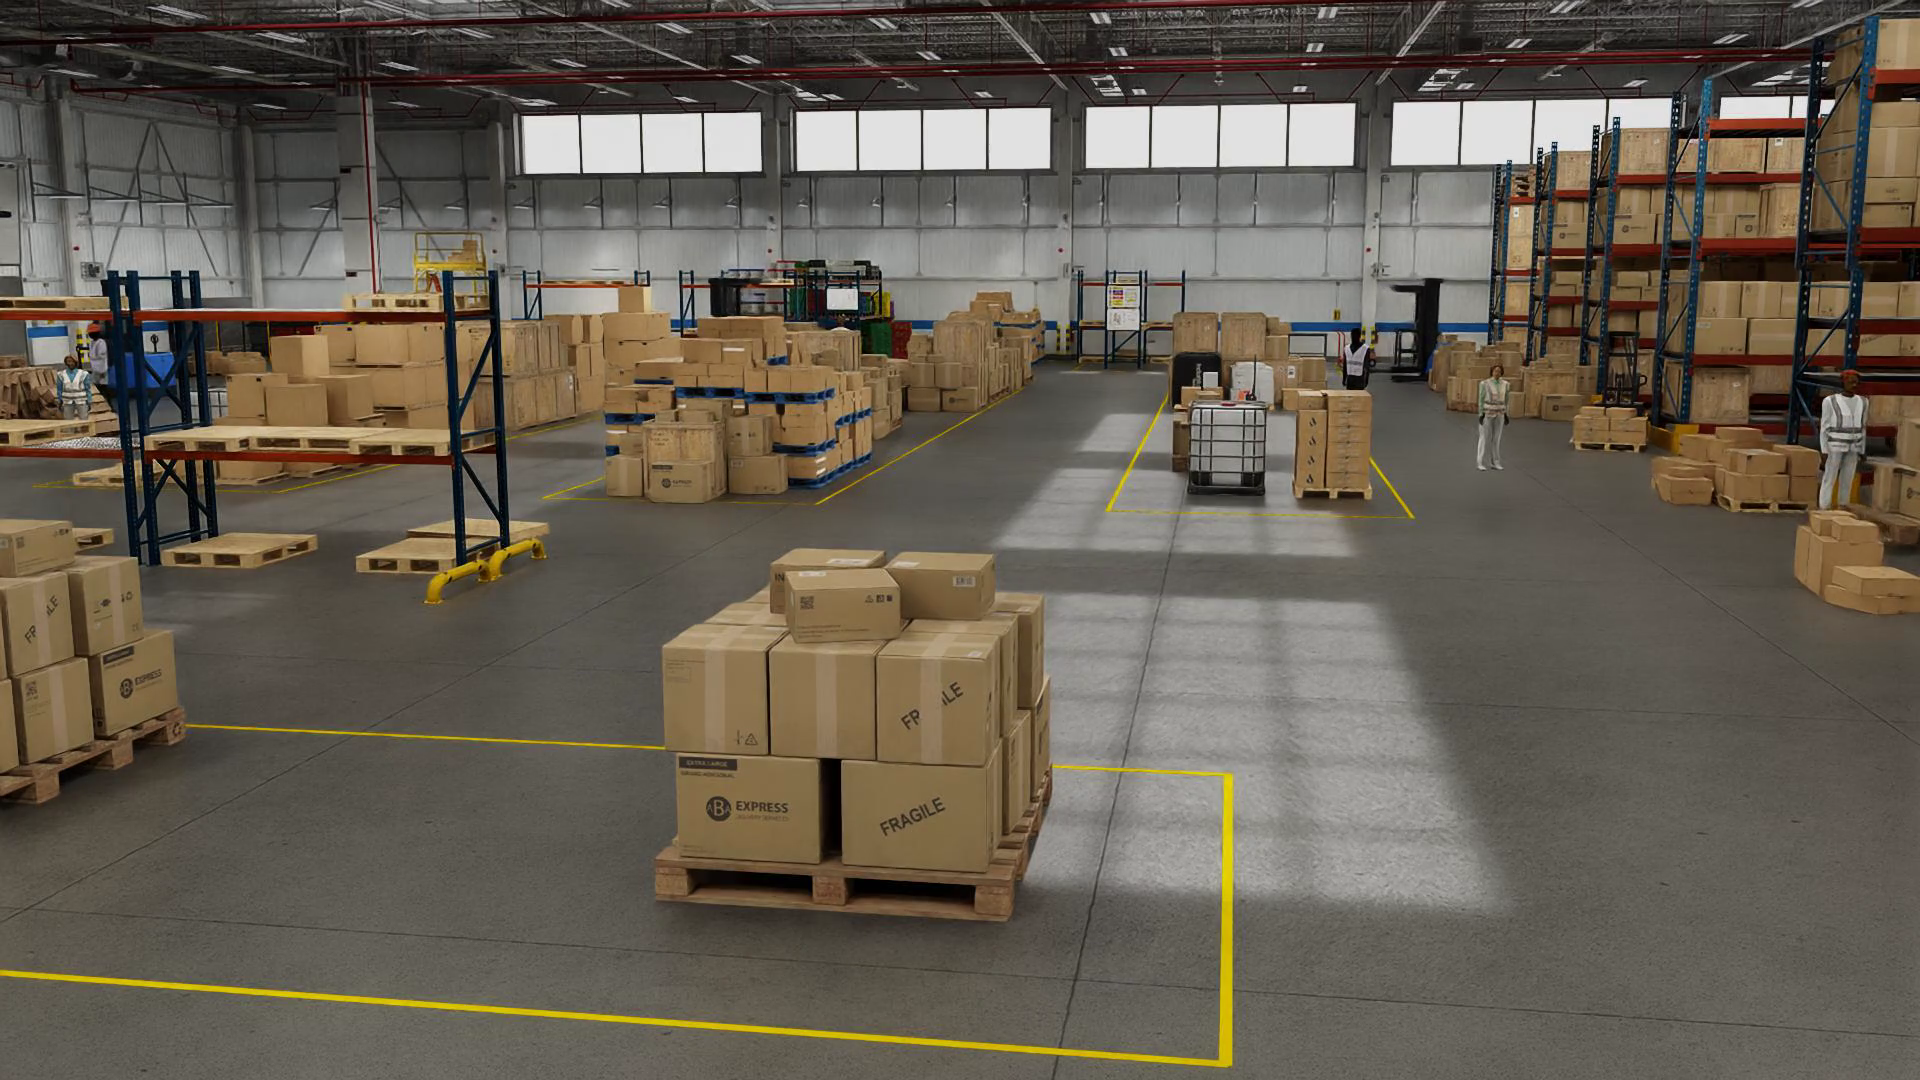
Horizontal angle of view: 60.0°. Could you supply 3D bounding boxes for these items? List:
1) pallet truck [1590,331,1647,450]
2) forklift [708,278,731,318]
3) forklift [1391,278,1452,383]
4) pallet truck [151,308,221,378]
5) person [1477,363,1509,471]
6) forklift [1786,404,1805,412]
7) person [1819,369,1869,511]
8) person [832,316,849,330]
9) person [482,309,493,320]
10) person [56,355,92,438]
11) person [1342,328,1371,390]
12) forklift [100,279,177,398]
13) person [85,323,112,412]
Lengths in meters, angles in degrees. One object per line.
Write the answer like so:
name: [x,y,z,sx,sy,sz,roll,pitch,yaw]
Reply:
pallet truck: [11.253,-2.573,28.499,0.823,1.965,1.885,5,10,27]
forklift: [-6.506,-5.721,45.201,1.873,2.768,1.129,2,9,11]
forklift: [12.663,-5.637,44.678,1.873,2.768,1.129,1,9,9]
pallet truck: [-21.869,-5.598,47.154,0.823,1.965,1.885,4,10,26]
person: [8.099,-1.869,25.263,0.513,1.638,0.313,-2,9,-13]
forklift: [18.510,-4.209,35.873,1.129,2.768,1.873,1,9,9]
person: [10.357,-1.056,19.501,0.576,1.882,0.355,-1,9,-9]
person: [-2.848,-4.418,40.057,0.630,1.940,0.372,3,10,20]
person: [-15.629,-6.842,55.082,0.638,1.918,0.675,8,12,39]
person: [-14.765,-2.272,27.740,0.522,1.639,0.305,-3,10,-17]
person: [7.779,-3.196,32.624,0.385,1.911,0.592,-8,12,-42]
forklift: [-19.606,-4.720,39.027,1.873,2.768,1.129,1,9,9]
person: [-18.199,-3.609,35.084,0.551,1.932,0.378,7,11,36]
